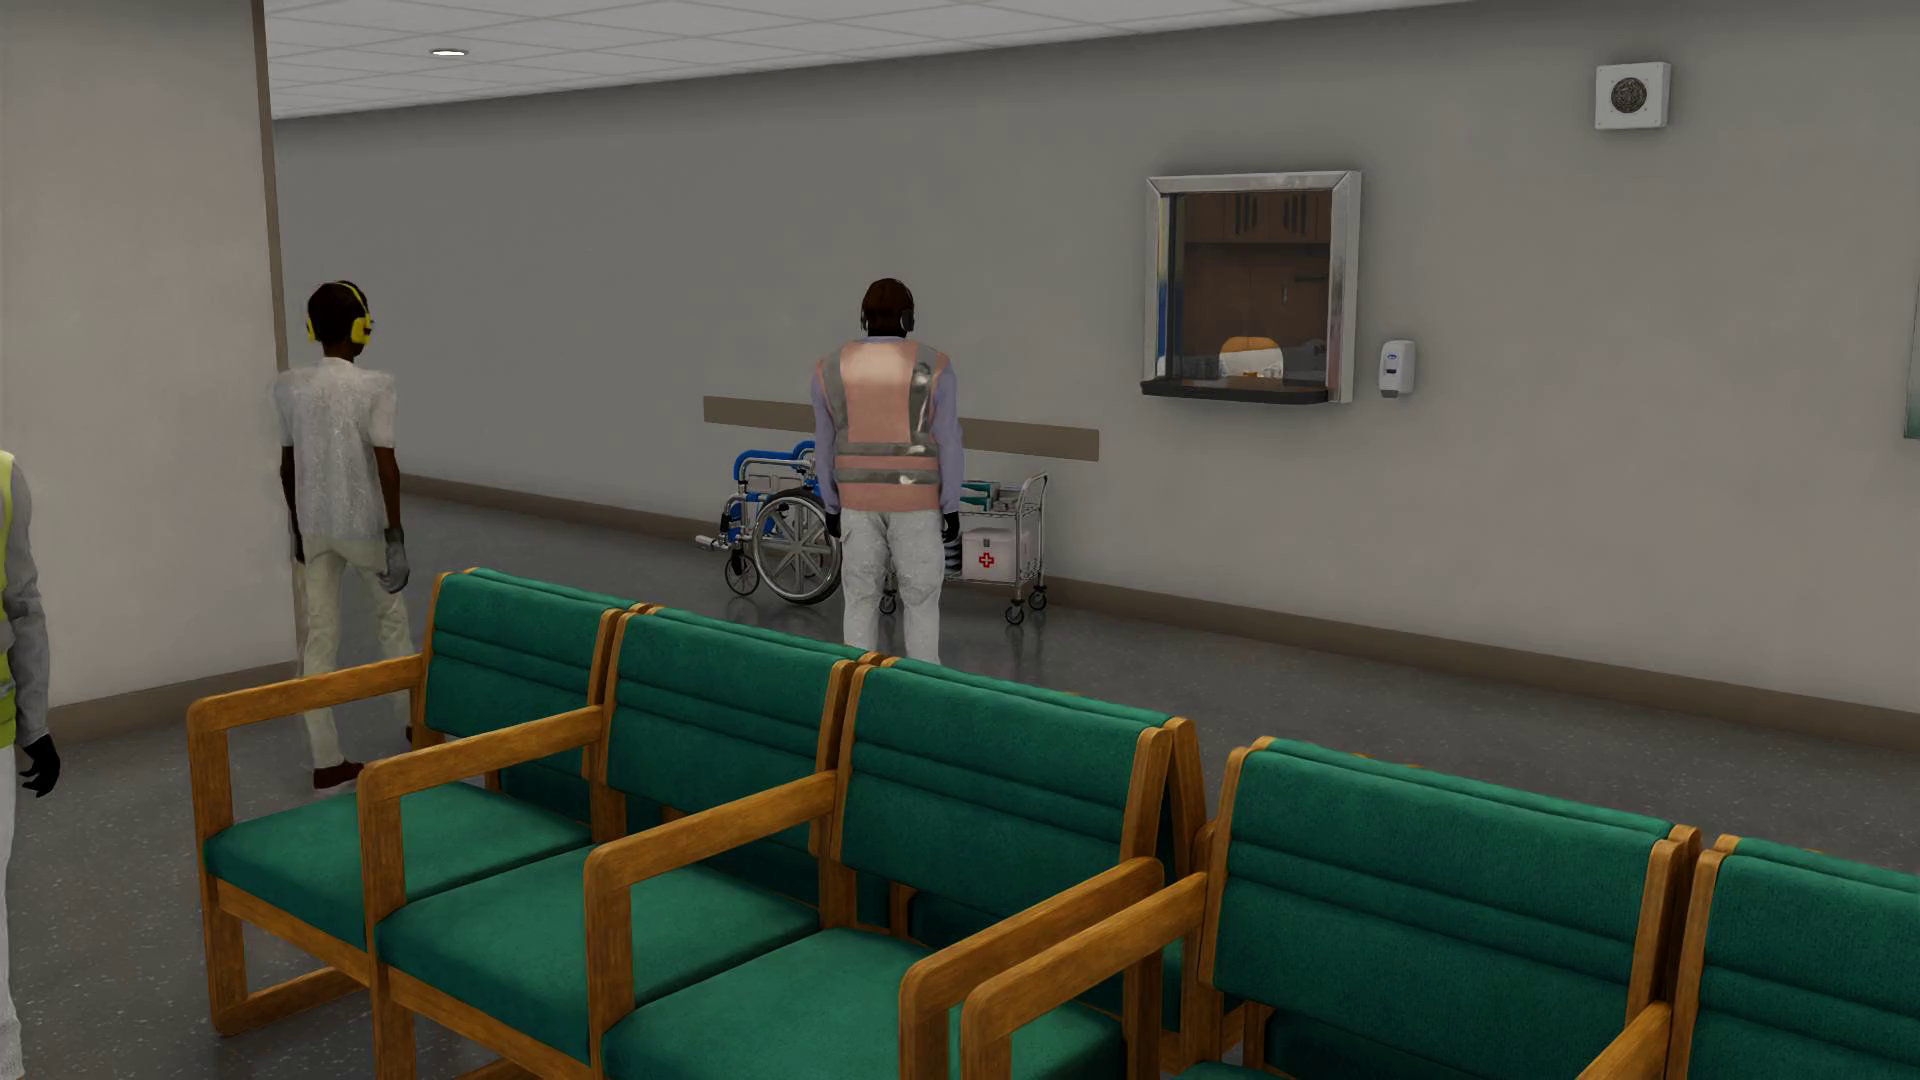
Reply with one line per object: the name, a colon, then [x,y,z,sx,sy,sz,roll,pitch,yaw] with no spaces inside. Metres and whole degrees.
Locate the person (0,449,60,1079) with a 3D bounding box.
person: [-2.234,0.436,3.502,0.620,1.845,0.430,-9,14,-43]

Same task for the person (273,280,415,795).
person: [-2.238,-0.038,6.218,0.557,1.829,0.914,1,10,8]

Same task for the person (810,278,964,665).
person: [-0.283,-0.148,6.846,0.623,1.839,0.429,2,10,12]
